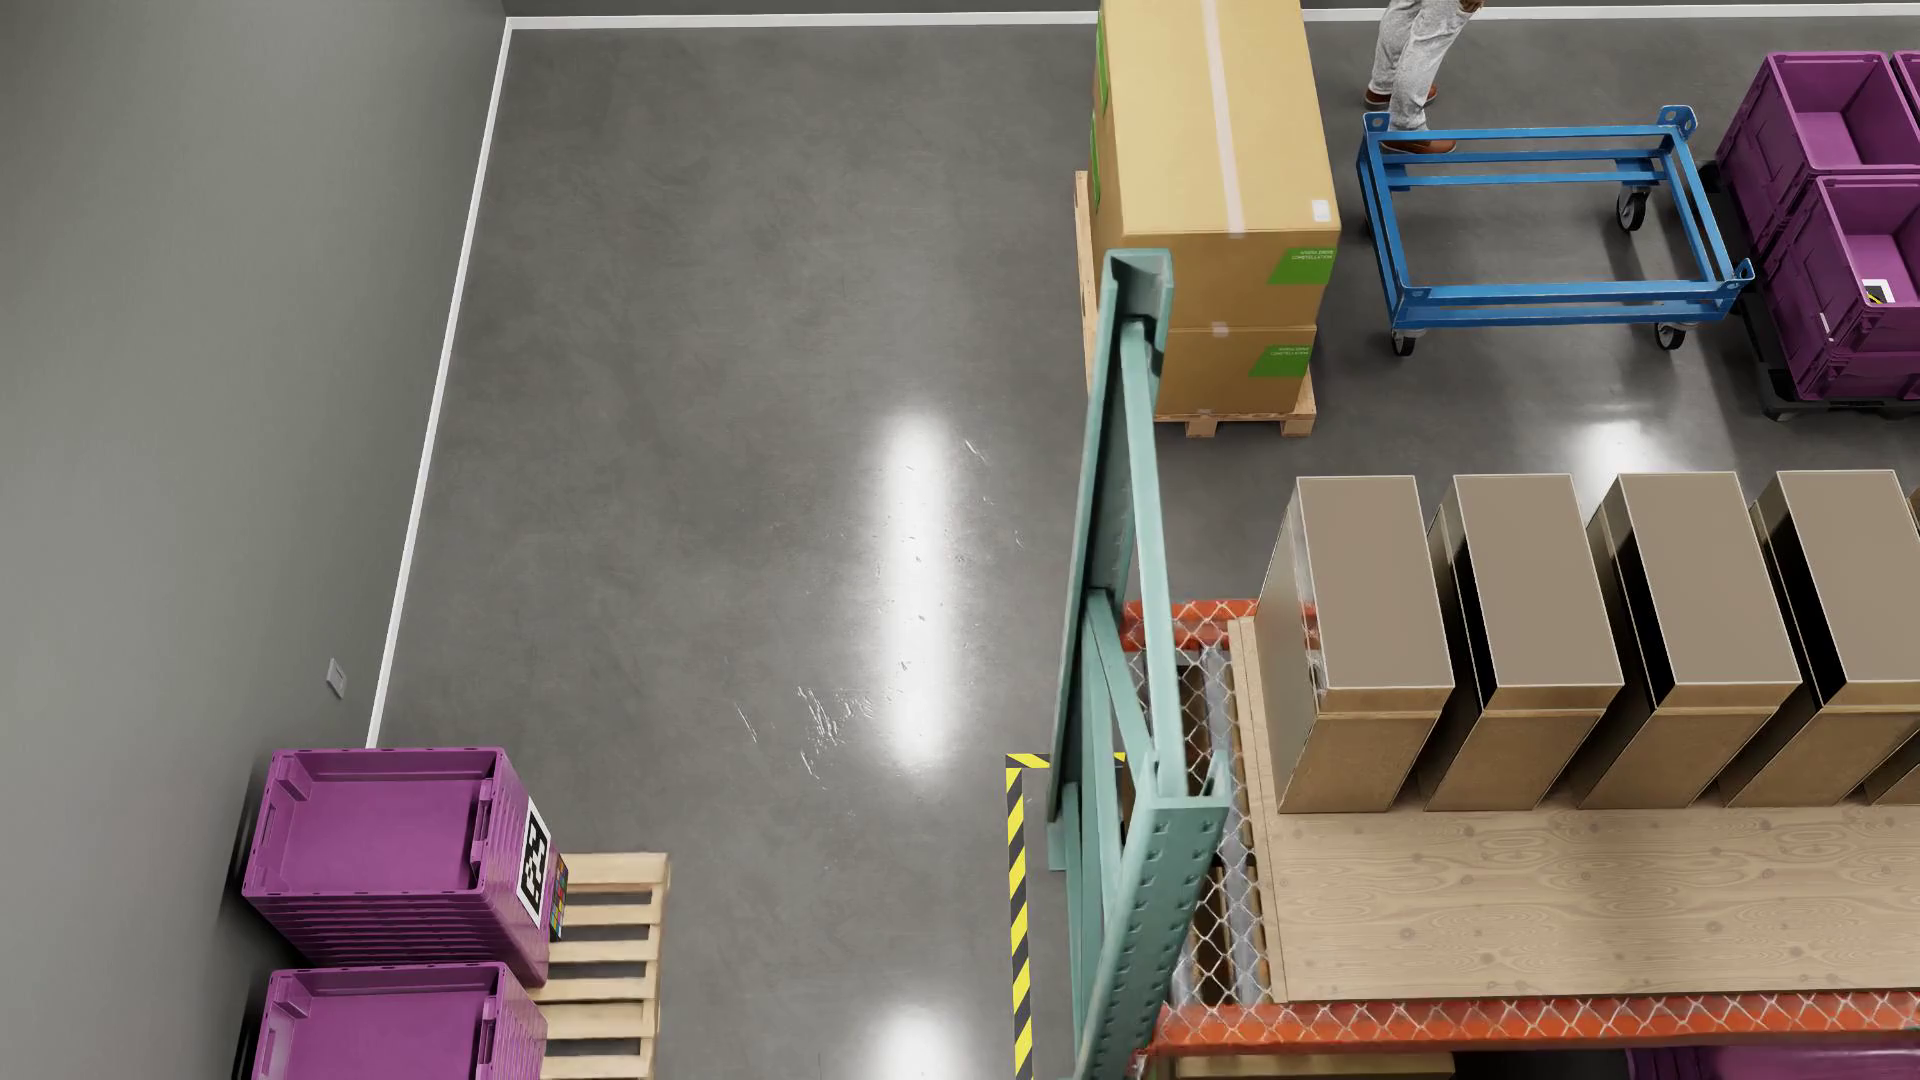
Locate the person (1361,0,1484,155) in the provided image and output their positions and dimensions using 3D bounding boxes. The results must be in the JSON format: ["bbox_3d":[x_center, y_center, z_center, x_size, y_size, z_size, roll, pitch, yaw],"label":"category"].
[{"bbox_3d":[1.830,-2.238,6.075,0.357,1.938,0.638,-3,58,-2],"label":"person"}]
